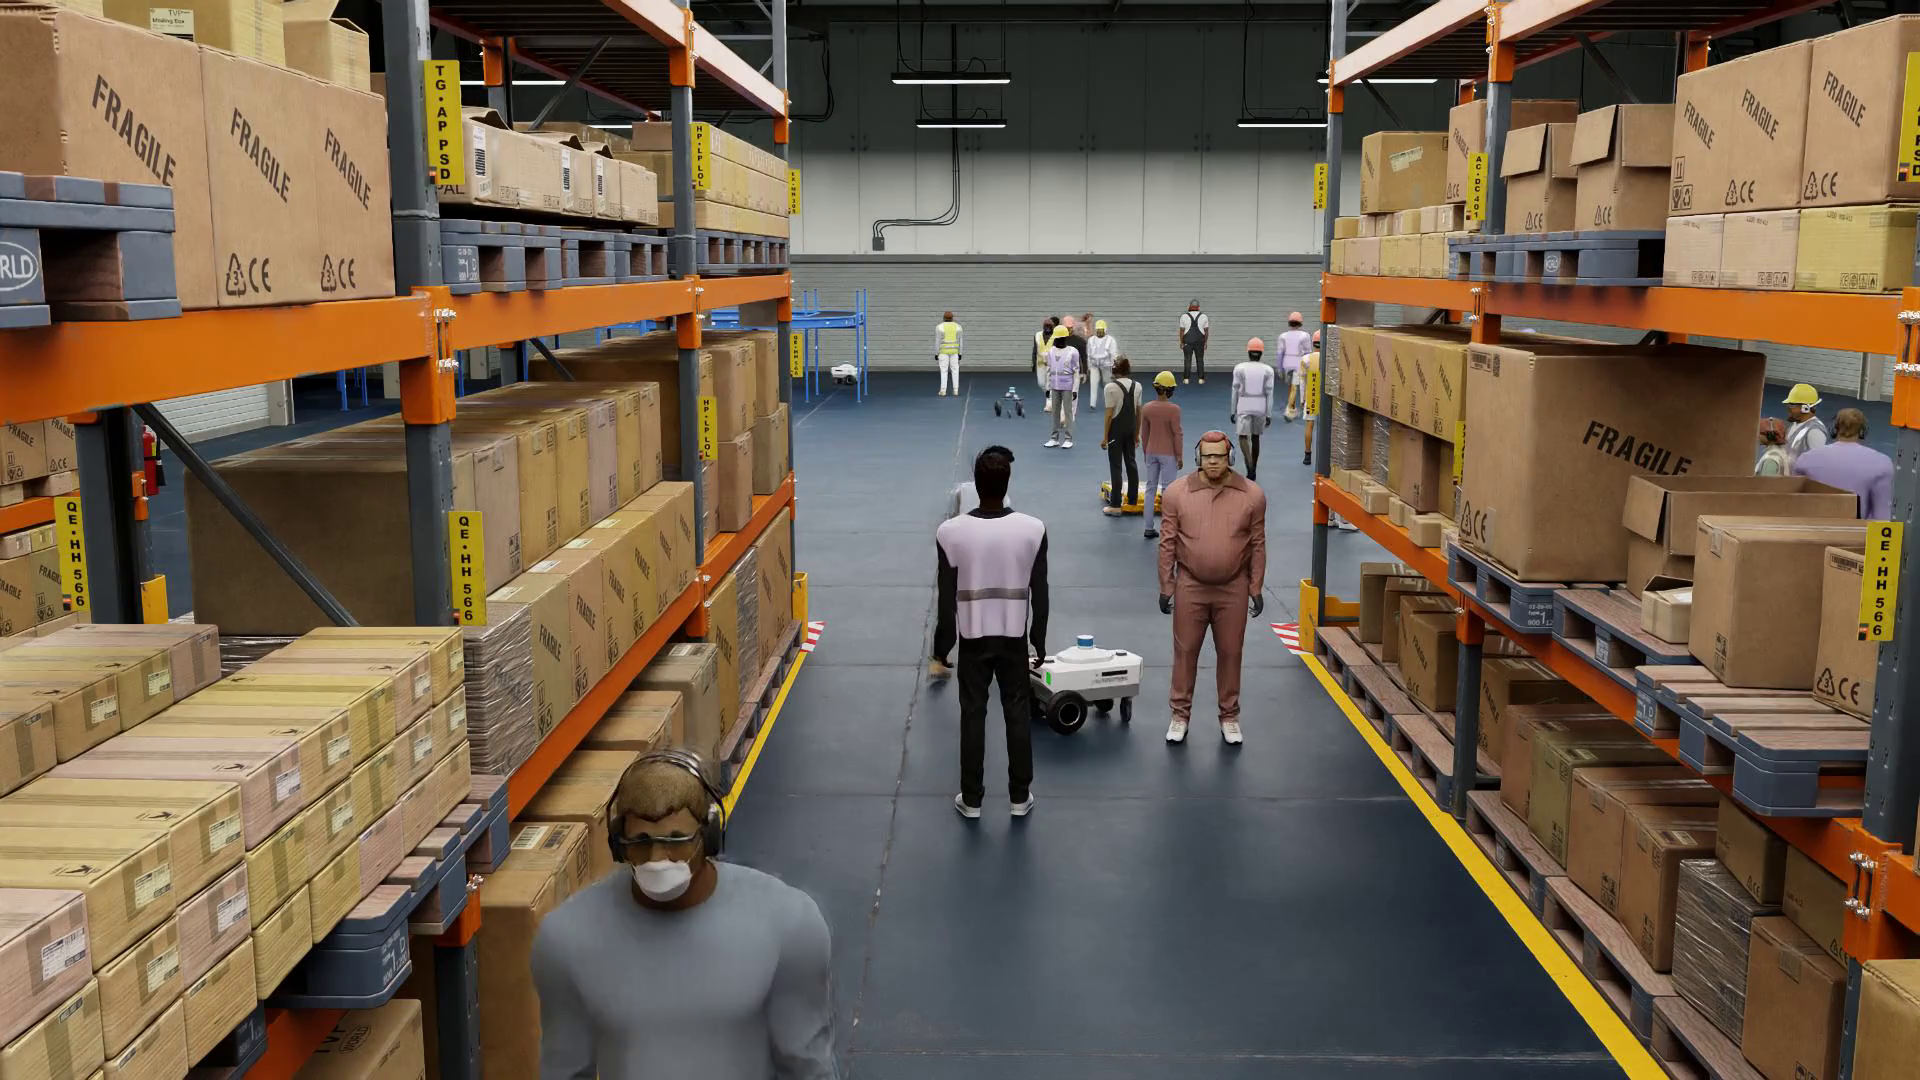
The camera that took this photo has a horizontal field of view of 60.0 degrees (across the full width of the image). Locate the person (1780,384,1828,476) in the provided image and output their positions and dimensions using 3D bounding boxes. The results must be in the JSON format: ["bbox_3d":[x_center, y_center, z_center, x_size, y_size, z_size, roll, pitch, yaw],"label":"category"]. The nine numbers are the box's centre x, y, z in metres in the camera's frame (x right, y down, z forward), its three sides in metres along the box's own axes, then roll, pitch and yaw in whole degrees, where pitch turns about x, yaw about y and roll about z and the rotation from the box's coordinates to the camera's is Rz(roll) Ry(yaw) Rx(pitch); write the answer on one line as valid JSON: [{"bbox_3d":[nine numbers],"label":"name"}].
[{"bbox_3d":[7.452,-0.473,14.799,0.404,1.830,0.600,1,10,9],"label":"person"}]

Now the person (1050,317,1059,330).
[{"bbox_3d":[2.204,-4.293,38.150,0.554,1.669,0.563,-2,10,-10],"label":"person"}]

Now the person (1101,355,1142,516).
[{"bbox_3d":[1.861,-1.209,19.173,0.516,1.843,0.327,-5,11,-29],"label":"person"}]

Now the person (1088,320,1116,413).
[{"bbox_3d":[2.777,-3.408,32.518,0.607,1.792,0.915,4,10,22],"label":"person"}]

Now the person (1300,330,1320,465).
[{"bbox_3d":[5.164,-2.058,23.980,0.544,1.939,0.355,3,10,16],"label":"person"}]

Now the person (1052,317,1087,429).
[{"bbox_3d":[1.907,-2.915,29.074,0.632,1.941,1.010,1,10,7],"label":"person"}]

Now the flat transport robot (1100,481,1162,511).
[{"bbox_3d":[2.121,-0.538,19.978,0.652,0.197,1.431,-1,9,-5],"label":"flat transport robot"}]

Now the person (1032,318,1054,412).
[{"bbox_3d":[1.756,-3.458,32.728,0.620,1.817,0.715,4,10,23],"label":"person"}]

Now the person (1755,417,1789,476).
[{"bbox_3d":[6.676,-0.205,13.803,0.365,1.629,0.547,6,11,30],"label":"person"}]

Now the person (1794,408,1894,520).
[{"bbox_3d":[6.193,0.017,11.723,0.683,1.877,0.852,7,12,36],"label":"person"}]

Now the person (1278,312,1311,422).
[{"bbox_3d":[6.122,-3.191,30.595,0.600,2.008,1.026,6,11,33],"label":"person"}]

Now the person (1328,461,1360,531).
[{"bbox_3d":[4.163,-0.929,18.108,0.308,1.640,0.511,-4,10,-24],"label":"person"}]

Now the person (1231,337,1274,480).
[{"bbox_3d":[3.889,-1.730,22.096,0.553,1.919,0.775,0,9,2],"label":"person"}]

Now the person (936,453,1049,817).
[{"bbox_3d":[0.170,0.503,8.700,0.592,1.920,0.392,-1,9,-4],"label":"person"}]

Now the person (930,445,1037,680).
[{"bbox_3d":[0.110,0.154,11.621,0.654,1.632,0.846,9,13,43],"label":"person"}]

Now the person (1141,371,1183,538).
[{"bbox_3d":[2.135,-0.890,17.495,0.314,1.769,0.523,-9,13,-43],"label":"person"}]

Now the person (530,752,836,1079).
[{"bbox_3d":[-0.588,1.352,3.638,0.636,1.917,0.769,-1,10,-6],"label":"person"}]

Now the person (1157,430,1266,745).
[{"bbox_3d":[1.516,0.288,10.025,0.652,1.906,0.403,1,10,5],"label":"person"}]

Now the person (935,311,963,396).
[{"bbox_3d":[-0.258,-4.096,36.477,0.636,1.842,0.429,-3,10,-18],"label":"person"}]

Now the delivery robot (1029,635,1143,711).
[{"bbox_3d":[0.796,0.848,10.555,0.707,0.478,0.477,-4,10,-22],"label":"delivery robot"}]

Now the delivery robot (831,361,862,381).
[{"bbox_3d":[-2.712,-4.022,39.727,0.707,0.478,0.477,5,11,27],"label":"delivery robot"}]

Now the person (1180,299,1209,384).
[{"bbox_3d":[5.626,-4.771,40.053,0.684,2.000,0.535,1,10,6],"label":"person"}]

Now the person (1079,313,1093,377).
[{"bbox_3d":[3.233,-4.933,42.152,0.525,1.614,0.644,-9,13,-44],"label":"person"}]

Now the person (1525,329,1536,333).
[{"bbox_3d":[8.554,-2.225,25.112,0.630,1.904,0.909,5,11,27],"label":"person"}]

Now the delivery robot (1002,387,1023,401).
[{"bbox_3d":[0.981,-2.770,31.450,0.335,0.223,0.698,-2,10,-14],"label":"delivery robot"}]

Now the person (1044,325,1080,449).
[{"bbox_3d":[1.594,-2.403,26.096,0.585,1.921,0.383,7,12,38],"label":"person"}]
